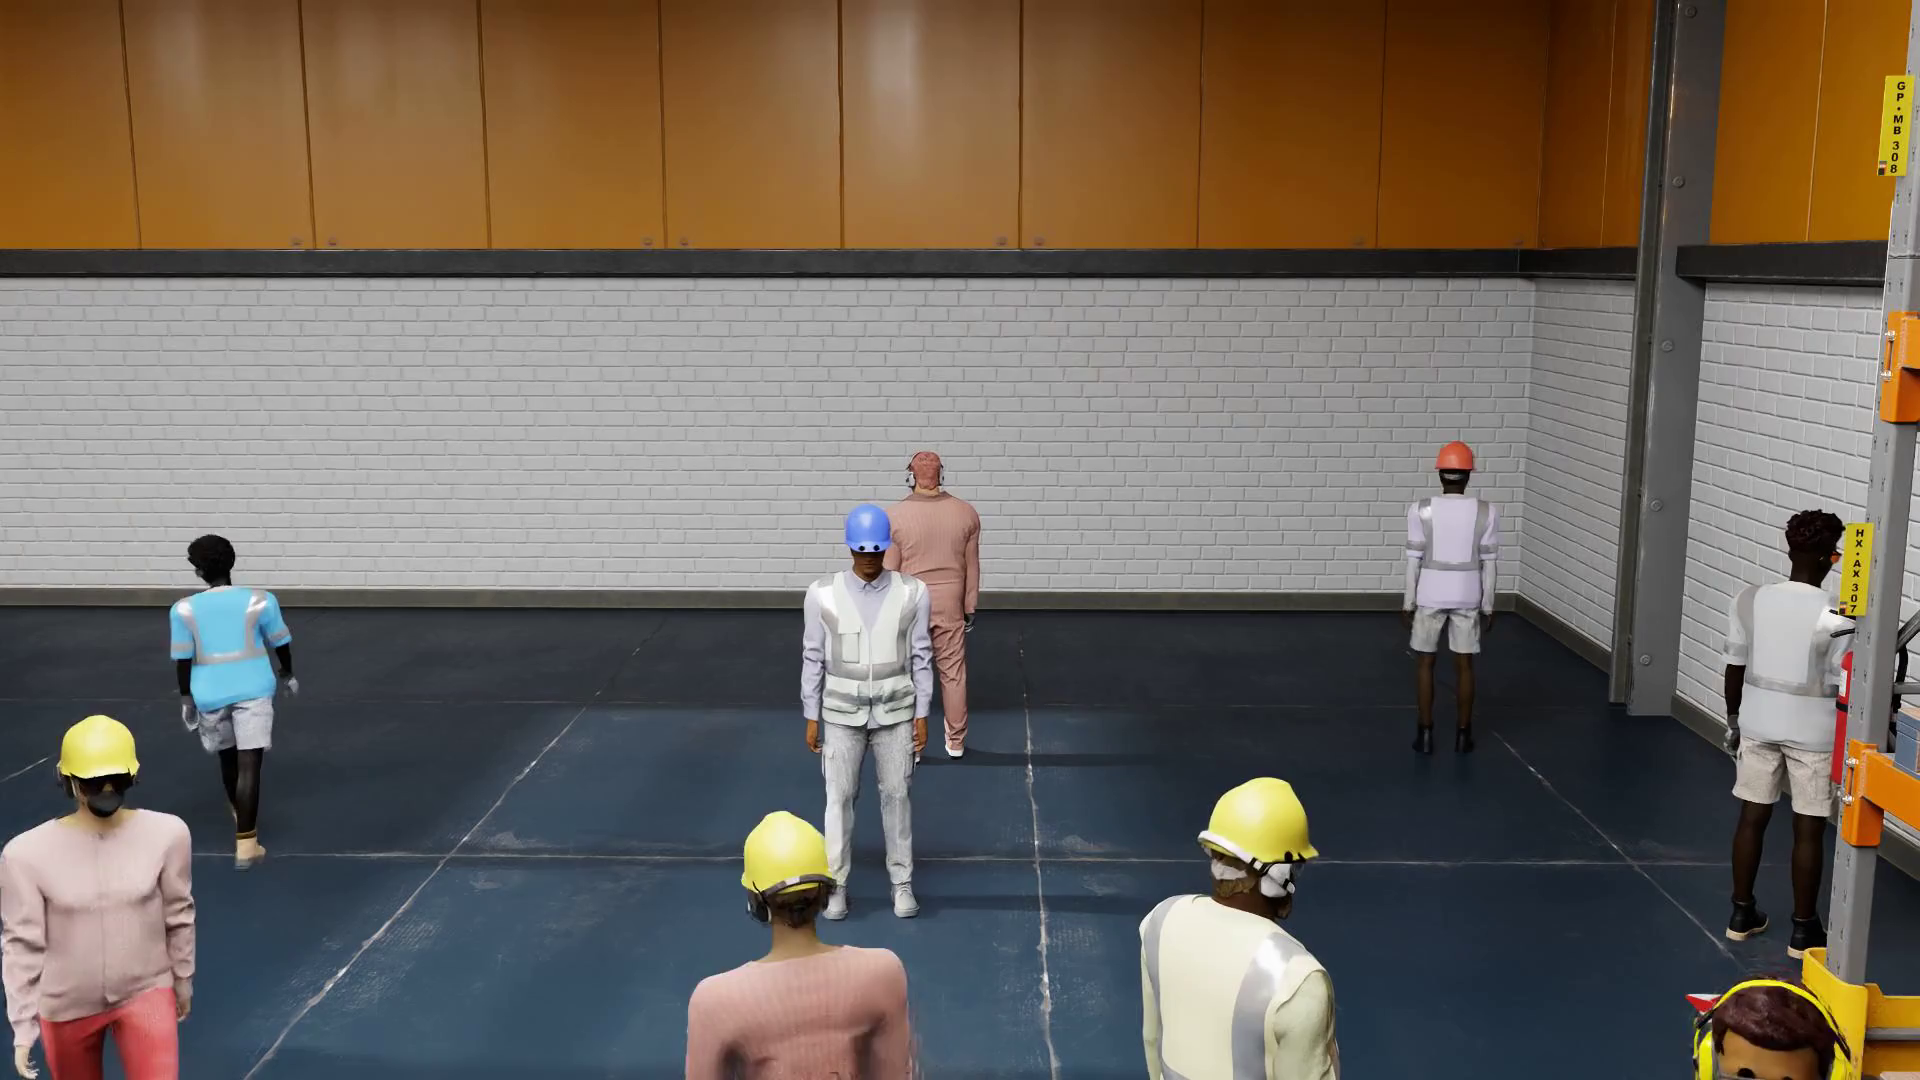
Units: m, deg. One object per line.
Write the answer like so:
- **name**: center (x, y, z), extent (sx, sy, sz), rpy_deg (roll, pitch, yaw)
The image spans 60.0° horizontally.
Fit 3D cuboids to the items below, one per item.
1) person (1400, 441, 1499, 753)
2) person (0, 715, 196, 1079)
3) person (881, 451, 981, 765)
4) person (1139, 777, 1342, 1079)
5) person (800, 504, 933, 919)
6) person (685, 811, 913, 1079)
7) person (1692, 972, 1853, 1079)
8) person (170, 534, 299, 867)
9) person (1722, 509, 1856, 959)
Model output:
- **person**: center (3.007, 0.363, 10.258), extent (0.578, 1.931, 0.428), rpy_deg (2, 10, 11)
- **person**: center (-2.567, 1.341, 4.989), extent (0.526, 1.725, 0.894), rpy_deg (-6, 11, -33)
- **person**: center (-0.198, 0.408, 10.045), extent (0.639, 1.904, 0.409), rpy_deg (-3, 10, -20)
- **person**: center (0.689, 1.460, 3.972), extent (0.404, 1.827, 0.586), rpy_deg (-7, 11, -34)
- **person**: center (-0.426, 0.790, 7.649), extent (0.611, 1.938, 0.413), rpy_deg (-1, 10, -7)
- **person**: center (-0.402, 1.491, 4.005), extent (0.558, 1.737, 0.692), rpy_deg (-3, 10, -20)
- **person**: center (1.374, 1.625, 3.023), extent (0.536, 1.825, 0.996), rpy_deg (5, 11, 28)
- **person**: center (-3.702, 0.790, 8.499), extent (0.543, 1.649, 0.828), rpy_deg (-2, 10, -10)
- **person**: center (3.646, 0.836, 7.286), extent (0.367, 1.964, 0.609), rpy_deg (-7, 12, -36)
